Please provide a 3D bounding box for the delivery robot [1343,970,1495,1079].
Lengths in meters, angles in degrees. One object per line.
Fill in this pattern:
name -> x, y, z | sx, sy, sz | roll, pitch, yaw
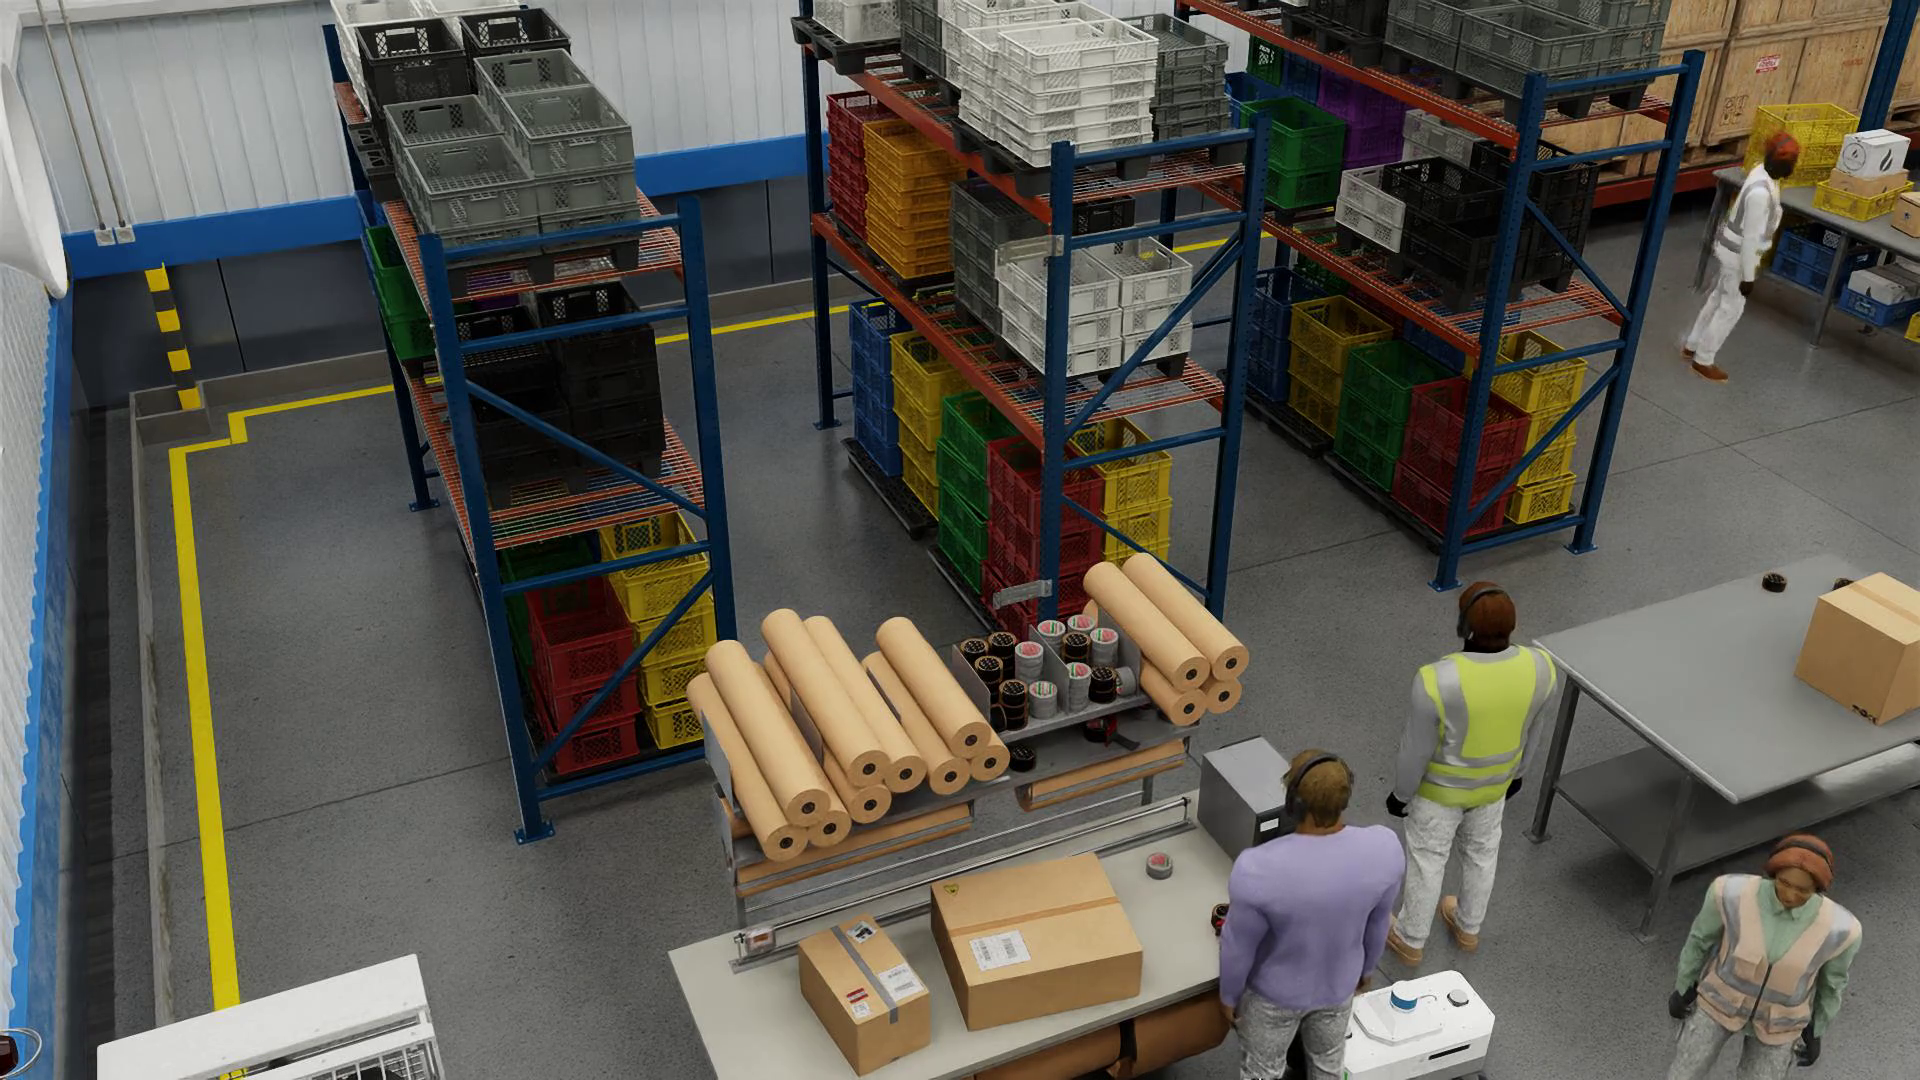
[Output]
delivery robot -> 1.702, 1.921, 6.470 | 0.707, 0.478, 0.477 | -10, 33, -16

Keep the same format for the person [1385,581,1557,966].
person -> 2.055, 0.976, 6.874 | 0.634, 1.839, 0.429 | -8, 33, -13

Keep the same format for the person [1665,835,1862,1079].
person -> 2.802, 1.682, 5.917 | 0.523, 1.636, 0.310 | 15, 35, 23

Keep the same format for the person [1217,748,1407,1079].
person -> 1.199, 1.545, 5.870 | 0.626, 1.931, 0.382 | -7, 32, -11

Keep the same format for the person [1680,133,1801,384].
person -> 5.474, -2.009, 11.710 | 0.440, 1.854, 0.719 | 13, 34, 20
